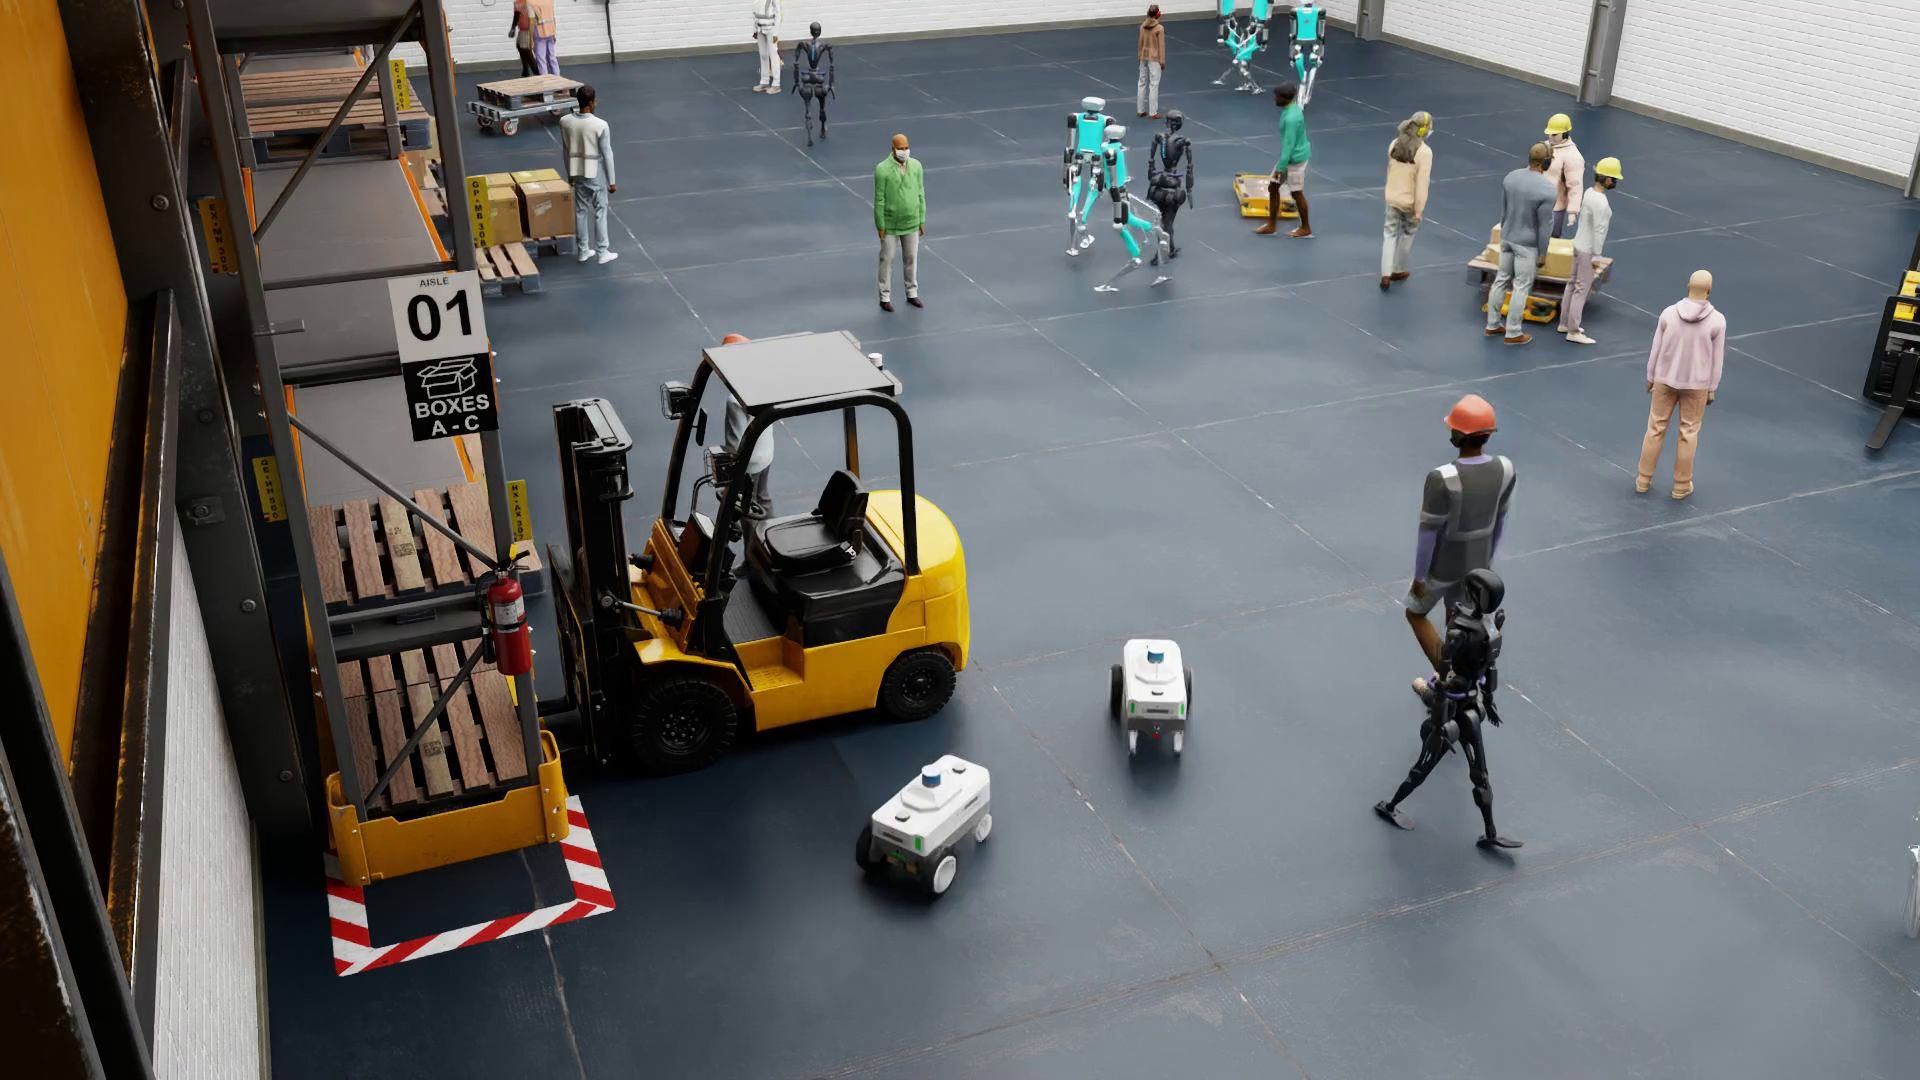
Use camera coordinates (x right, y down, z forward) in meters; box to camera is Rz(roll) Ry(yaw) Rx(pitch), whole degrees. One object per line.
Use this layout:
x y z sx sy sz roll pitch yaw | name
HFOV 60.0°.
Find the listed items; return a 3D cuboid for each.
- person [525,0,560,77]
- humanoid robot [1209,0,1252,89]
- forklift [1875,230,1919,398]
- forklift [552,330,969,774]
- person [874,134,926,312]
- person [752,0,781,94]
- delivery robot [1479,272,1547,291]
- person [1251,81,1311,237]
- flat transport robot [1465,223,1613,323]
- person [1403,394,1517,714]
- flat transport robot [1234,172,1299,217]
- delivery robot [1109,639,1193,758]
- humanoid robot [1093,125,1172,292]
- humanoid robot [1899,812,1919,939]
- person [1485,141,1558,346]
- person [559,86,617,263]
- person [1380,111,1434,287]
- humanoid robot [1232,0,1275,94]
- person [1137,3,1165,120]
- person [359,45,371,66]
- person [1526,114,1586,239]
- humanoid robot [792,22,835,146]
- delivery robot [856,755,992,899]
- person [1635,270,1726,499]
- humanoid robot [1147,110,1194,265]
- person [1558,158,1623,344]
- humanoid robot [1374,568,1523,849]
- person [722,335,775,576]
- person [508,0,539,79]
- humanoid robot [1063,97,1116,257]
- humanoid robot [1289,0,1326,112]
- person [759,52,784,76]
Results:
-6.438 -7.778 25.716 0.379 1.836 0.564 14 30 26 | person
4.422 -8.008 26.356 1.002 1.779 0.545 16 31 29 | humanoid robot
9.029 -2.397 14.618 1.214 2.155 2.313 18 32 32 | forklift
-1.094 0.010 9.831 2.313 2.155 1.214 -10 28 -20 | forklift
-0.603 -3.173 16.628 0.539 1.776 0.388 -12 29 -22 | person
-3.038 -7.972 26.047 0.574 1.884 0.356 23 34 37 | person
5.671 -2.726 17.093 0.499 0.595 0.781 -5 27 -10 | delivery robot
3.698 -4.283 18.804 0.805 1.790 0.520 0 27 0 | person
5.910 -2.547 17.054 0.659 0.231 1.431 16 31 29 | flat transport robot
2.928 0.130 9.767 0.604 2.032 0.514 -10 28 -18 | person
3.746 -4.227 20.395 0.659 0.231 1.431 2 27 3 | flat transport robot
1.150 0.898 9.905 0.499 0.614 0.804 1 27 2 | delivery robot
1.910 -3.352 17.073 0.975 1.773 0.536 4 27 8 | humanoid robot
4.887 1.189 8.041 0.536 1.838 0.758 -1 27 -3 | humanoid robot
5.316 -2.793 15.706 0.385 1.932 0.620 -14 30 -26 | person
-4.009 -3.945 18.017 0.597 1.907 0.410 9 28 17 | person
4.626 -3.539 17.278 0.557 1.833 0.686 20 33 34 | person
4.466 -7.763 25.827 0.834 1.789 0.558 -10 29 -20 | humanoid robot
2.794 -7.016 24.410 0.462 1.648 0.327 22 34 37 | person
-8.782 -6.867 23.925 0.821 1.832 0.354 -4 27 -8 | person
6.047 -3.446 17.068 0.413 1.861 0.793 -15 30 -27 | person
-2.042 -6.356 23.110 0.611 1.627 0.771 0 27 1 | humanoid robot
-0.161 1.475 8.748 0.499 0.606 0.794 17 31 30 | delivery robot
5.474 -1.170 12.629 0.524 1.781 0.405 15 30 27 | person
2.306 -3.842 18.079 0.614 1.632 0.646 22 34 36 | humanoid robot
5.999 -2.758 15.813 0.334 1.761 0.524 2 27 3 | person
2.633 0.892 8.690 0.609 1.621 0.790 -23 35 -38 | humanoid robot
-1.481 -0.586 11.512 0.352 1.742 0.572 8 28 15 | person
-6.999 -8.154 26.345 0.677 1.933 0.630 2 27 3 | person
1.337 -3.852 18.002 0.546 1.726 0.956 7 28 14 | humanoid robot
5.171 -7.257 24.815 0.558 1.748 1.044 8 28 15 | humanoid robot
-3.166 -8.498 27.228 0.430 1.757 0.485 12 29 22 | person
